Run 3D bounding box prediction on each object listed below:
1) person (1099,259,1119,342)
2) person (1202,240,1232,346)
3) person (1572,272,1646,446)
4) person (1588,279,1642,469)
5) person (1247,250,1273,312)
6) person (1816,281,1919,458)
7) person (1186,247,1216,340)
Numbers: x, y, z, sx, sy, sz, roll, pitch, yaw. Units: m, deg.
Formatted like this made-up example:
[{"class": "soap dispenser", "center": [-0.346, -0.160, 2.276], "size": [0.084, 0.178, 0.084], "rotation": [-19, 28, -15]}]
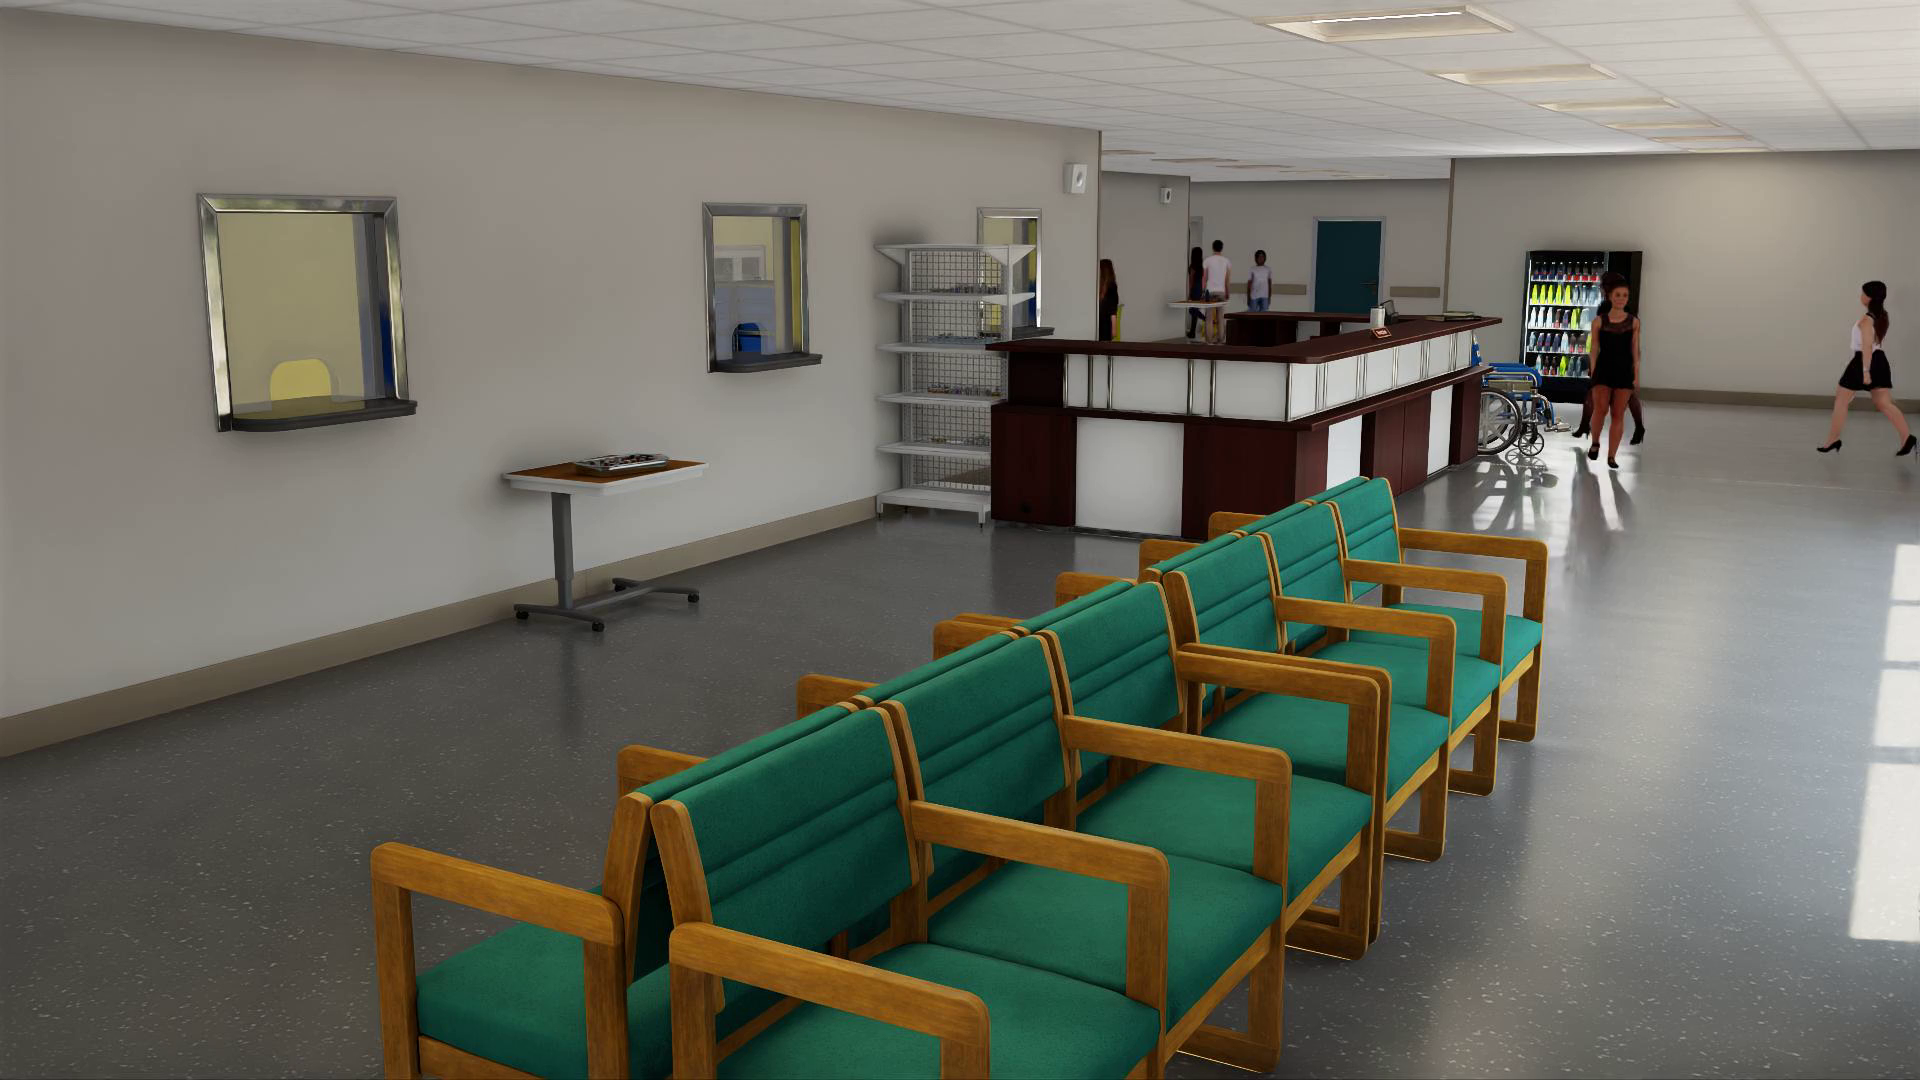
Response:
[{"class": "person", "center": [1.836, -2.813, 21.782], "size": [0.744, 1.700, 0.648], "rotation": [-7, 13, -32]}, {"class": "person", "center": [4.532, -4.365, 29.468], "size": [0.732, 1.883, 0.826], "rotation": [-2, 11, -8]}, {"class": "person", "center": [6.385, -1.701, 16.059], "size": [1.002, 1.648, 1.169], "rotation": [-5, 12, -24]}, {"class": "person", "center": [5.814, -1.475, 14.825], "size": [0.662, 1.665, 0.733], "rotation": [2, 11, 9]}, {"class": "person", "center": [5.159, -4.141, 28.863], "size": [1.158, 1.670, 1.040], "rotation": [0, 11, -1]}, {"class": "person", "center": [8.397, -1.517, 15.199], "size": [0.871, 1.609, 1.154], "rotation": [-7, 13, -34]}, {"class": "person", "center": [4.522, -4.653, 31.421], "size": [0.976, 1.722, 0.661], "rotation": [9, 14, 40]}]
